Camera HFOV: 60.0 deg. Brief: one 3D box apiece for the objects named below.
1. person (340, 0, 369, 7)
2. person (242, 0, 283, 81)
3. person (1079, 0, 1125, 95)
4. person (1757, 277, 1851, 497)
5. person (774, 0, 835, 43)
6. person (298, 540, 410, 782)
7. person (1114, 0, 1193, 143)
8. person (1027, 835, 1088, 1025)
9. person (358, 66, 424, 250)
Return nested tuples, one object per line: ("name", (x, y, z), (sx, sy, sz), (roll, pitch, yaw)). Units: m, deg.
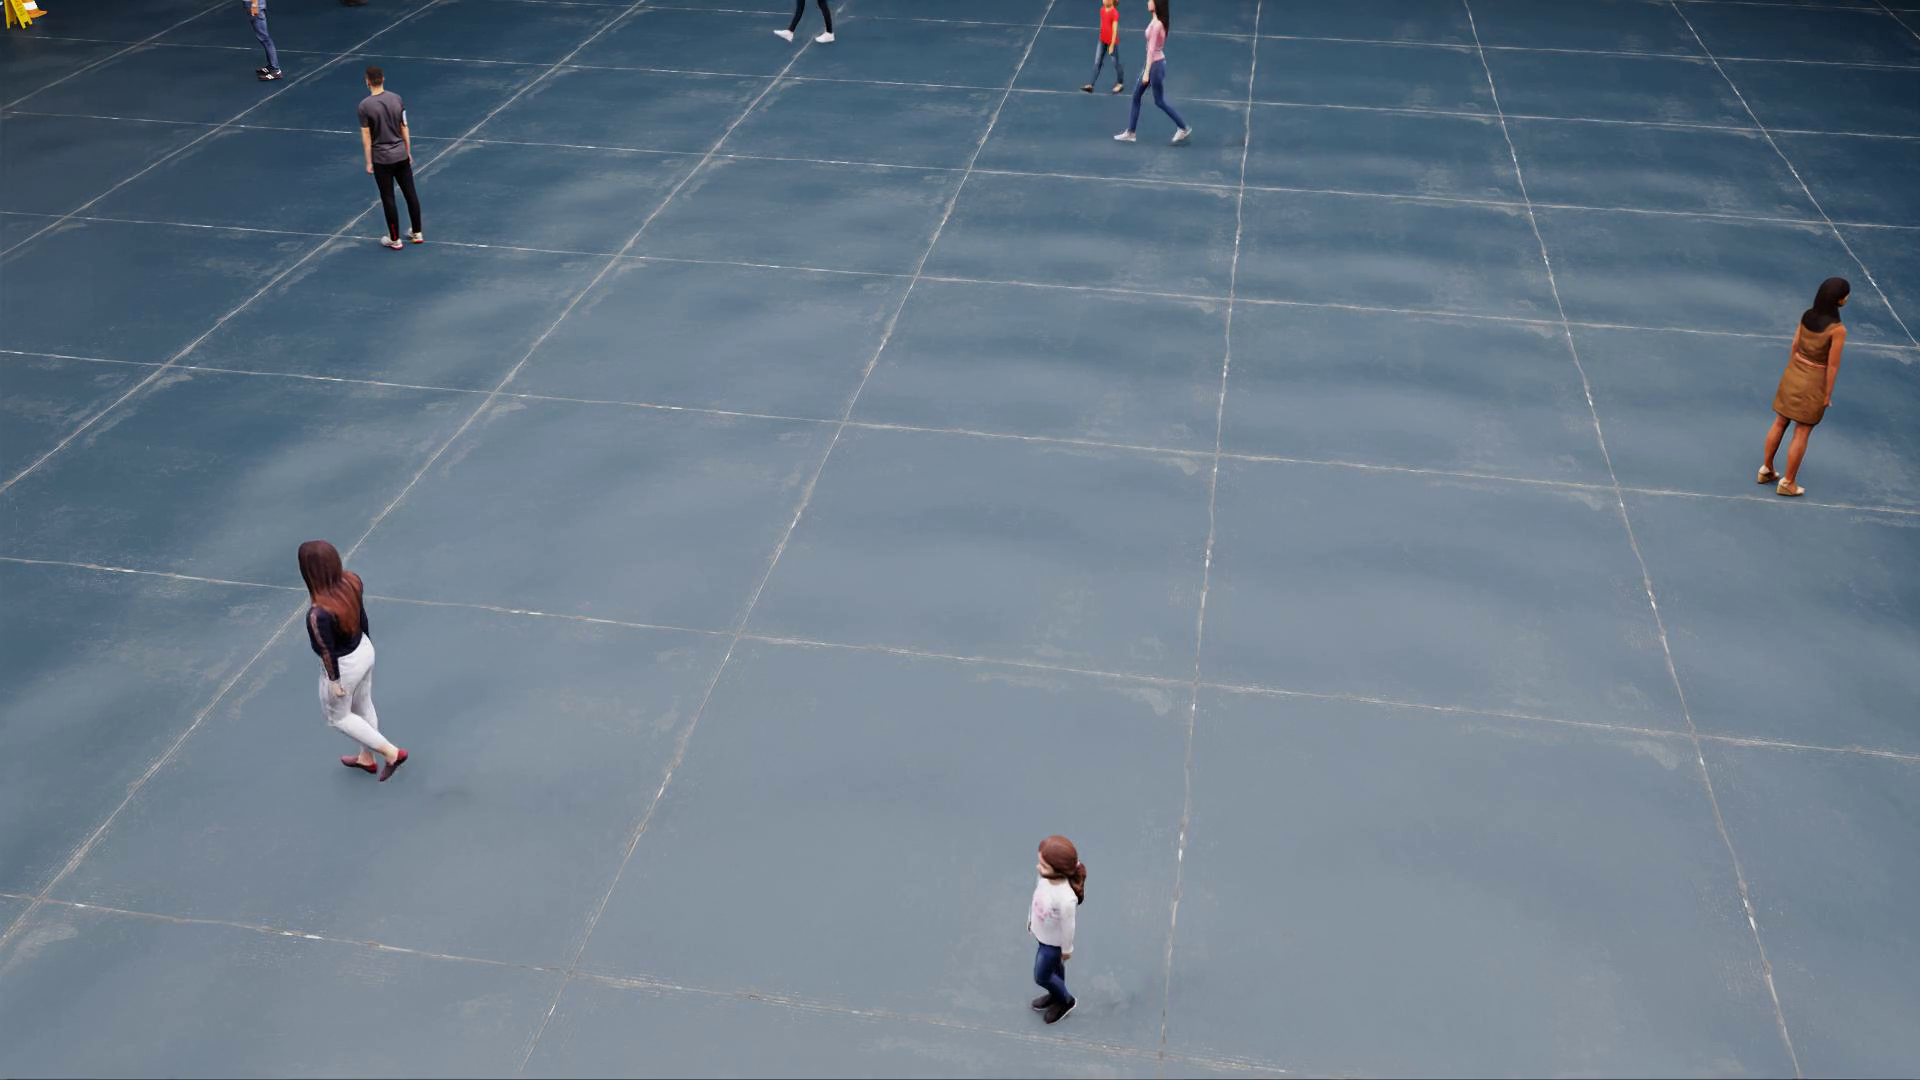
("person", (-8.977, -8.626, 23.945), (0.797, 1.781, 0.718), (-28, 42, -36))
("person", (-8.872, -6.764, 20.914), (0.726, 1.866, 0.718), (-13, 35, -20))
("person", (1.891, -6.124, 20.446), (0.874, 1.282, 0.856), (-24, 39, -32))
("person", (6.170, -1.124, 12.139), (0.645, 1.690, 0.635), (-10, 34, -15))
("person", (-1.879, -7.480, 22.193), (1.133, 1.713, 0.924), (-10, 34, -15))
("person", (-3.382, 0.704, 9.327), (0.745, 1.598, 0.616), (7, 33, 11))
("person", (2.271, -5.283, 18.716), (1.128, 1.707, 0.656), (2, 32, 3))
("person", (0.496, 1.849, 7.974), (0.564, 1.105, 0.519), (-9, 33, -14))
("person", (-5.550, -3.727, 16.197), (0.723, 1.762, 0.707), (27, 41, 36))
